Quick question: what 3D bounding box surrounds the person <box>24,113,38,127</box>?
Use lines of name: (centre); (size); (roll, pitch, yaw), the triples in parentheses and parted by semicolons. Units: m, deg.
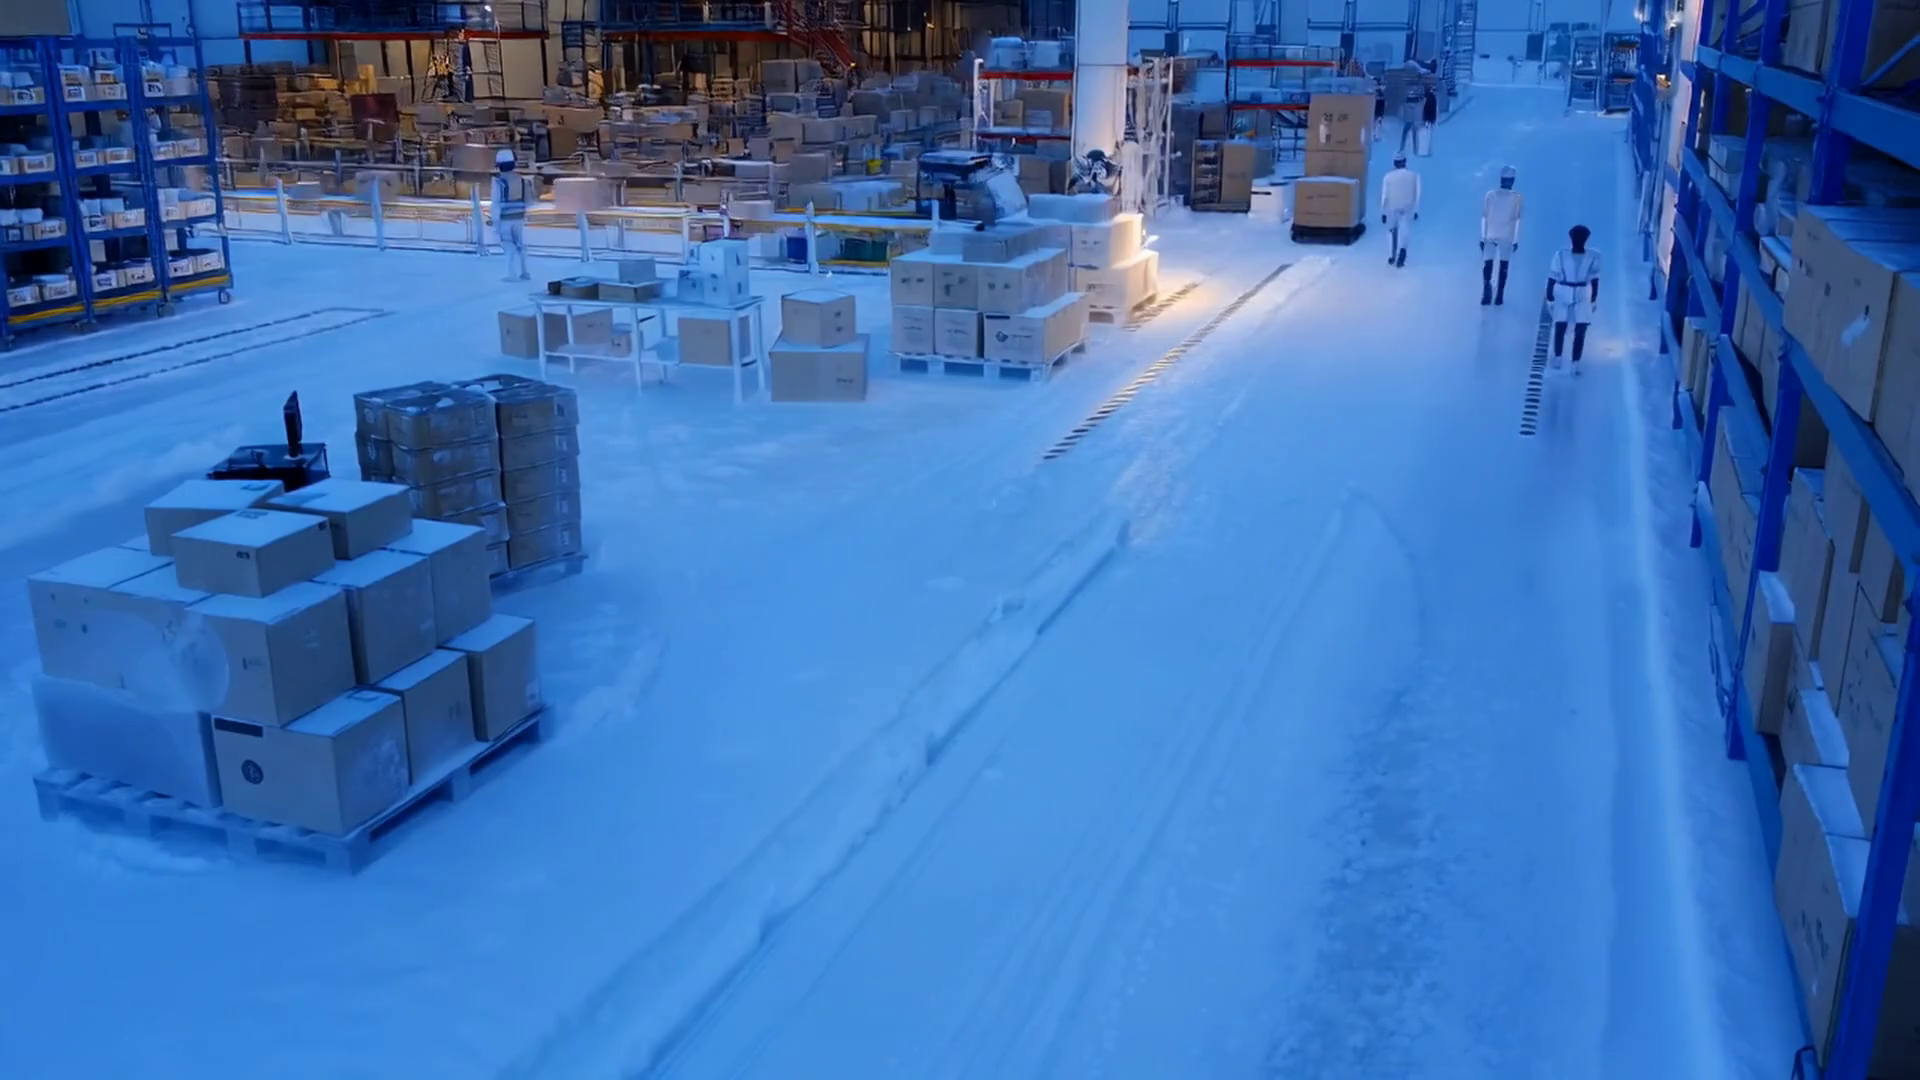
person: (-31.784, -14.919, 56.605); (0.642, 1.913, 0.409); (-10, 20, -27)

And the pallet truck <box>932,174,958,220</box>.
pallet truck: (-0.507, -5.292, 27.348); (0.653, 1.274, 1.630); (6, 19, 19)

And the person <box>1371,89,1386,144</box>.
person: (12.808, -12.982, 50.990); (0.516, 1.615, 0.360); (-10, 20, -30)

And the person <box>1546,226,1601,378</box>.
person: (6.795, -2.650, 18.465); (0.553, 1.648, 0.857); (5, 18, 17)

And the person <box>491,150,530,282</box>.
person: (-6.743, -4.843, 24.913); (0.417, 1.940, 0.601); (12, 21, 33)

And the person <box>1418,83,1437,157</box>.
person: (13.008, -11.639, 46.158); (0.371, 1.997, 0.622); (9, 20, 26)

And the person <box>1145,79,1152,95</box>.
person: (6.406, -14.957, 57.090); (0.323, 1.689, 0.536); (-11, 21, -30)

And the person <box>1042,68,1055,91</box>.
person: (3.491, -17.755, 65.683); (0.981, 1.818, 0.523); (16, 24, 41)

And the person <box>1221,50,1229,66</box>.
person: (13.876, -24.699, 87.273); (0.402, 1.949, 0.605); (-9, 20, -26)

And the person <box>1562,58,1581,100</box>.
person: (27.719, -20.864, 75.322); (0.590, 1.894, 0.590); (-16, 24, -41)

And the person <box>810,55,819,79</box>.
person: (-6.989, -22.395, 80.169); (0.601, 1.861, 0.581); (9, 20, 26)

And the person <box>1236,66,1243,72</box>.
person: (11.327, -18.529, 67.948); (0.586, 1.907, 0.448); (9, 20, 26)

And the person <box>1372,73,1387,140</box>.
person: (13.118, -13.675, 52.486); (0.536, 2.000, 0.677); (-5, 18, -17)

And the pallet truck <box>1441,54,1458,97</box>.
pallet truck: (22.765, -21.886, 78.355); (0.823, 1.965, 1.885); (-4, 18, -14)

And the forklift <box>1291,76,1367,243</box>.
forklift: (6.598, -6.755, 29.381); (1.129, 2.768, 1.873); (6, 19, 19)

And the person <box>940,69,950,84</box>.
person: (-0.603, -16.278, 60.895); (0.953, 1.898, 0.625); (0, 18, 0)

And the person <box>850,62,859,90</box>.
person: (-4.298, -18.435, 67.609); (0.362, 1.939, 0.542); (-1, 18, -2)

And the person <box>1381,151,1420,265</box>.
person: (6.964, -5.236, 26.358); (0.593, 1.809, 0.660); (5, 18, 17)

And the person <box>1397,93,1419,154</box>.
person: (12.724, -11.764, 47.014); (0.526, 1.716, 0.934); (13, 22, 34)

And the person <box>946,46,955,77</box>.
person: (-0.515, -28.307, 98.638); (1.038, 1.948, 0.622); (1, 18, 2)

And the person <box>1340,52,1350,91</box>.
person: (19.627, -23.851, 84.654); (0.587, 1.922, 0.383); (-11, 21, -32)

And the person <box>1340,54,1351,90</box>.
person: (19.730, -24.005, 85.270); (0.624, 1.844, 0.429); (5, 18, 14)

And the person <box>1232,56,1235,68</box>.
person: (12.578, -21.429, 77.063); (0.829, 1.919, 0.634); (-5, 18, -14)

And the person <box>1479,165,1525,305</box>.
person: (7.392, -4.154, 22.771); (0.556, 1.919, 0.649); (7, 19, 21)
